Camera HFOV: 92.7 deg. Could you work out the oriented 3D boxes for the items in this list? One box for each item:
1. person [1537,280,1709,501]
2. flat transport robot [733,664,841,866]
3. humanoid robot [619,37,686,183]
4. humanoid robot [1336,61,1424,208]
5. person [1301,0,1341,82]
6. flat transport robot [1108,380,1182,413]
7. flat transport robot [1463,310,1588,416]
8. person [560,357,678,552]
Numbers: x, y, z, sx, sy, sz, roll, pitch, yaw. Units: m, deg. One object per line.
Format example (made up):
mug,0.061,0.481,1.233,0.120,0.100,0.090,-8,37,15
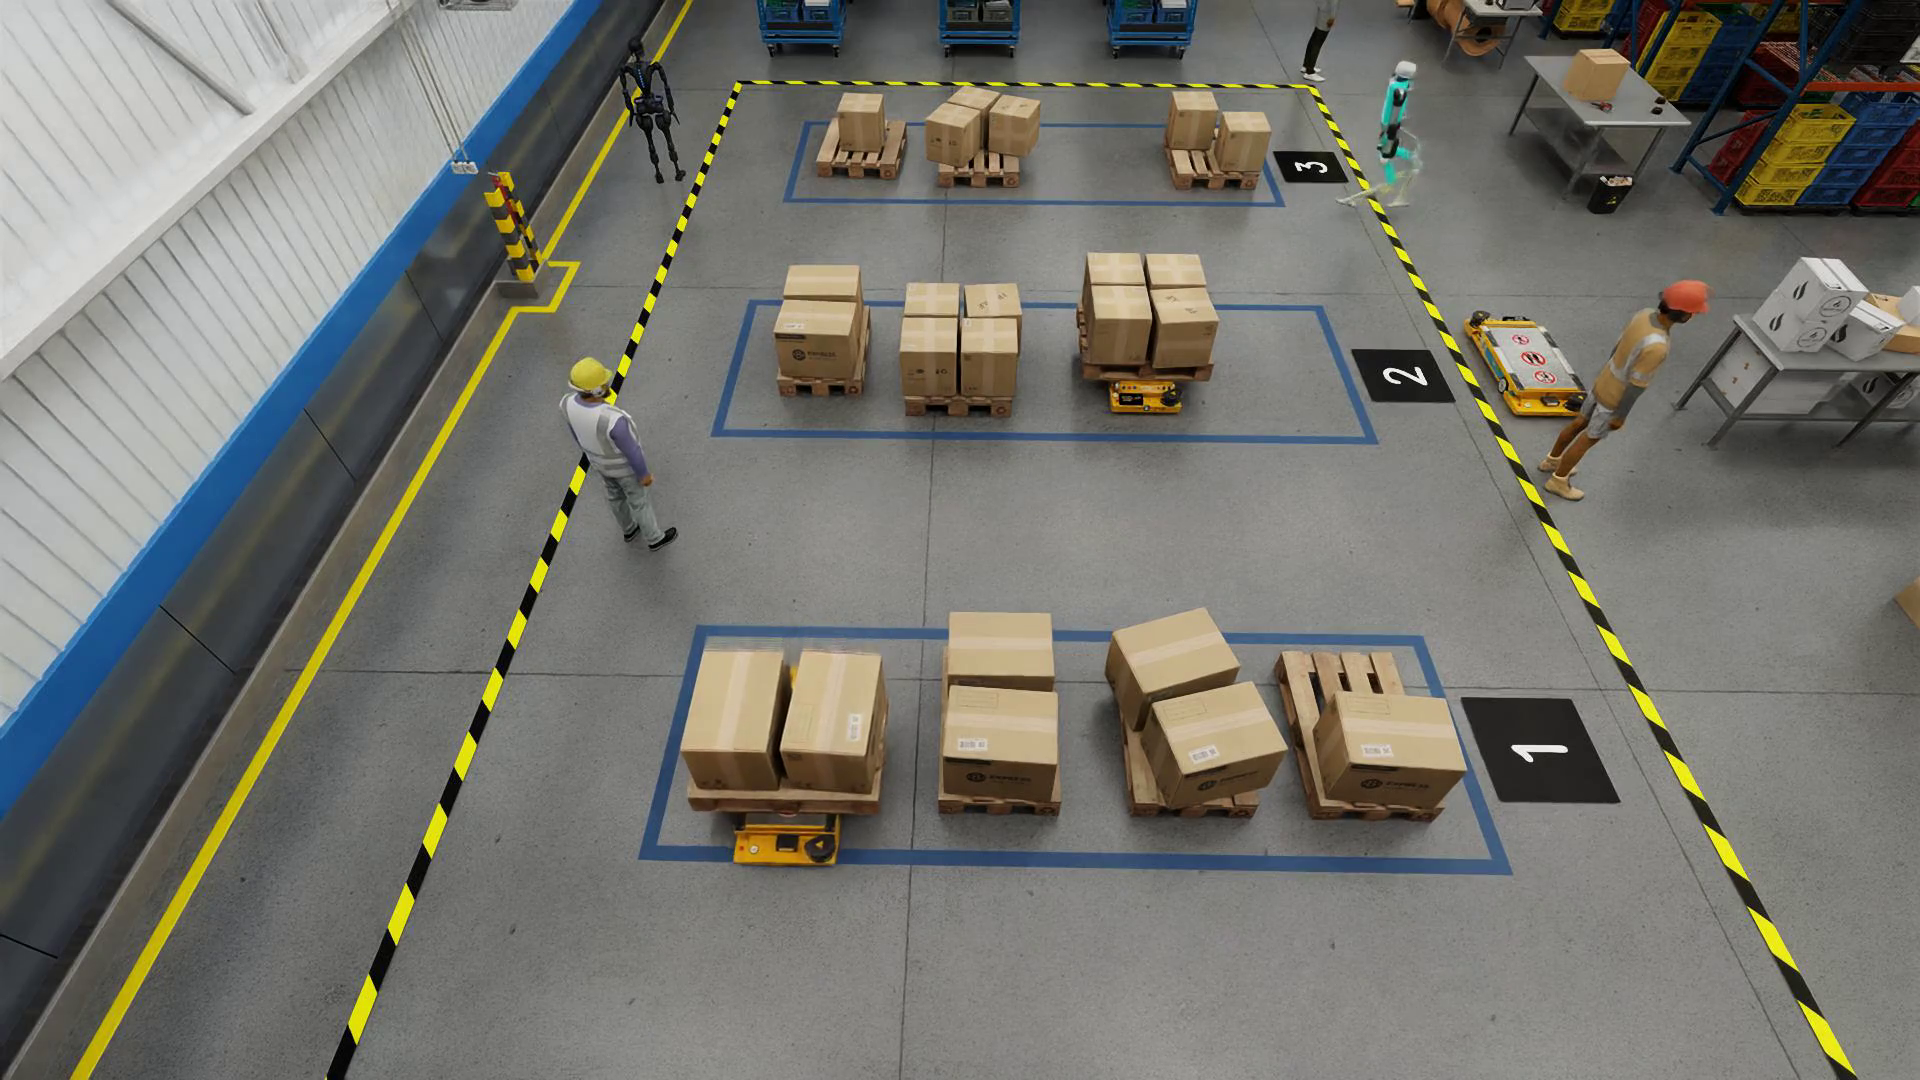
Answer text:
person,5.309,-1.192,7.390,0.366,2.048,0.604,13,50,11
flat transport robot,-1.102,1.478,6.236,0.652,0.197,1.431,1,49,1
humanoid robot,-3.733,-5.174,11.070,0.599,1.657,0.315,-7,49,-6
humanoid robot,5.084,-4.530,10.506,1.047,1.740,0.549,9,50,8
person,5.274,-7.546,13.022,0.407,1.846,0.588,7,49,6
flat transport robot,1.773,-1.807,9.079,0.652,0.197,1.431,1,49,1
flat transport robot,5.573,-1.757,9.054,0.659,0.231,1.431,1,49,1
person,-2.624,-0.627,7.043,0.598,1.827,0.404,22,53,18
